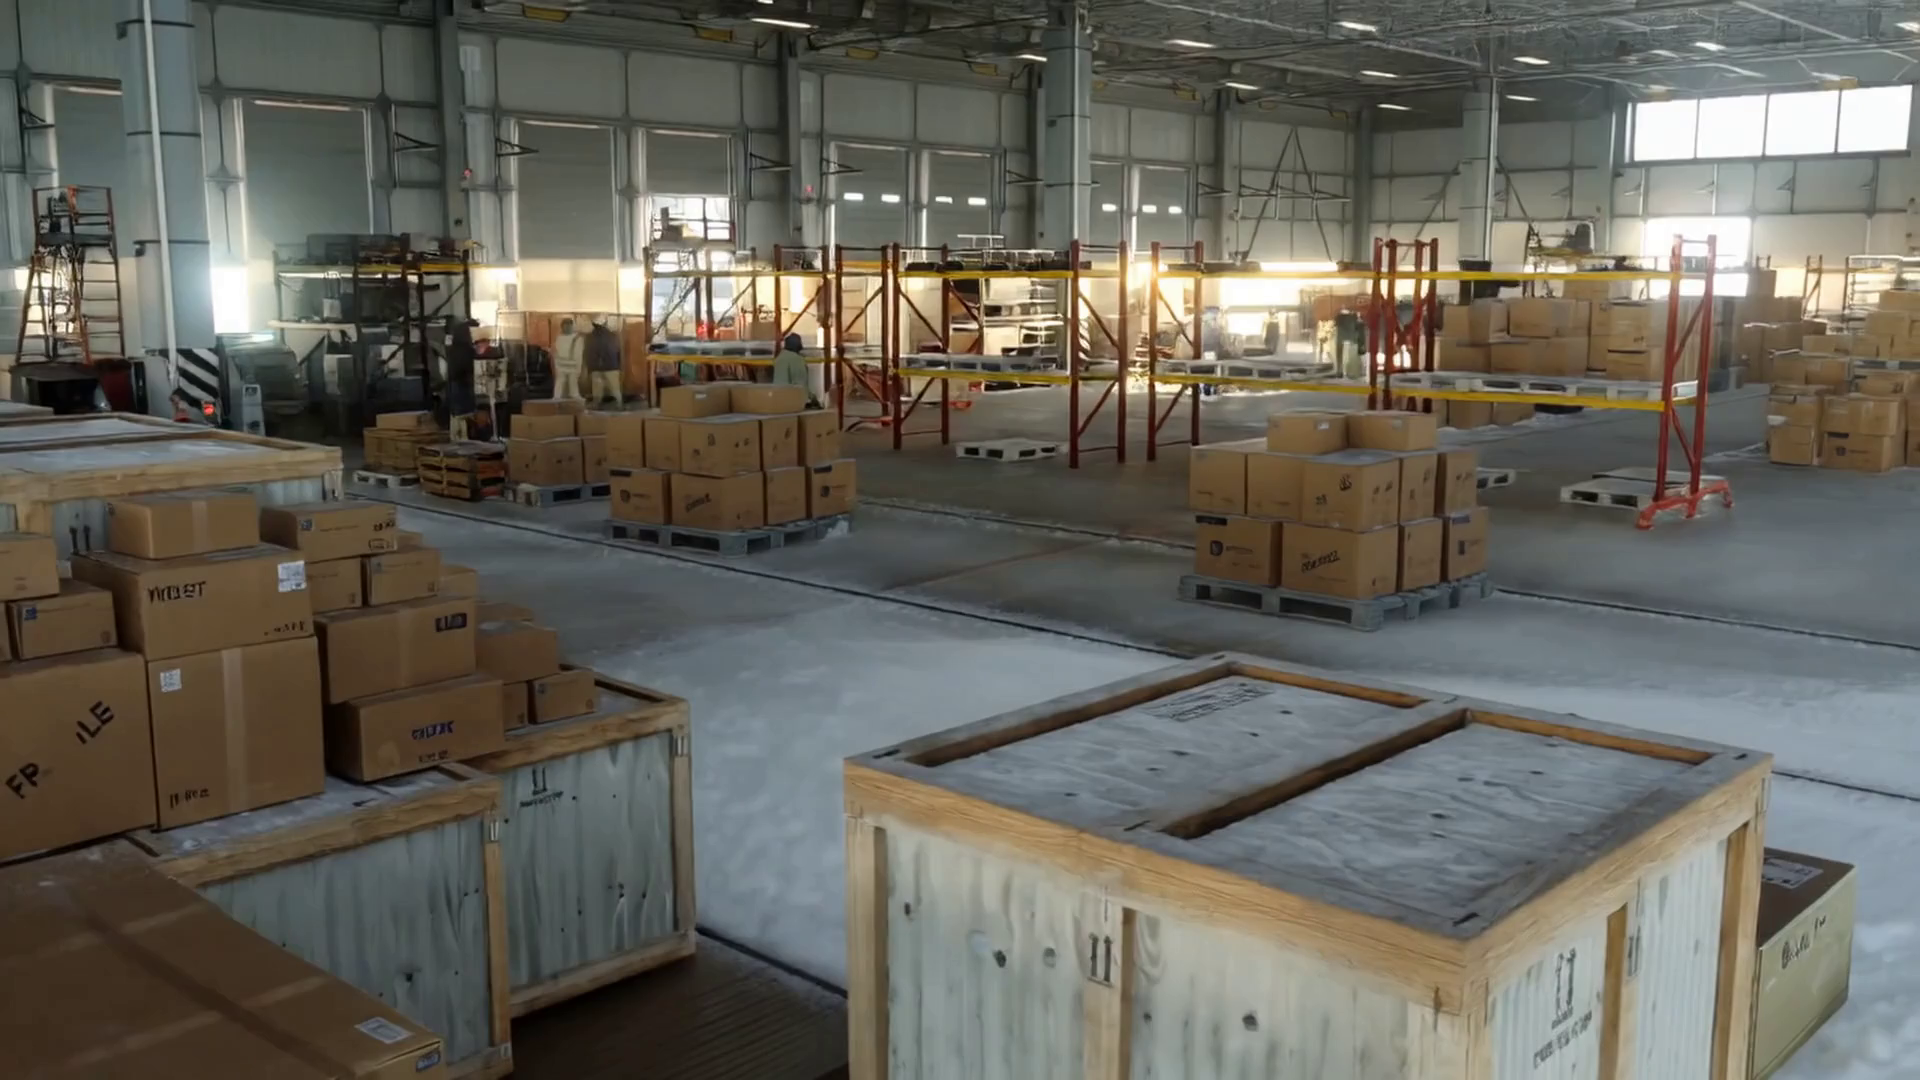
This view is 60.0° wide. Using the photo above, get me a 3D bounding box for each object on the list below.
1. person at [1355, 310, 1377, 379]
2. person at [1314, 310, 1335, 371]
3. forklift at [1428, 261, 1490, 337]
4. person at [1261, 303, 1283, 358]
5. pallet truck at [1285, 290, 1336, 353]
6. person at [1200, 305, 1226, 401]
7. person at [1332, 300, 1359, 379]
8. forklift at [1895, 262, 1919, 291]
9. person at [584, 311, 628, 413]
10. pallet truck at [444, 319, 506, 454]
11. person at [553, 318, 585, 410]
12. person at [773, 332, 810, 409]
[{"bbox_3d":[9.401,-4.453,38.441,0.500,1.702,0.848,5,11,30],"label":"person"},{"bbox_3d":[9.535,-5.204,43.431,0.892,1.592,0.548,-9,13,-43],"label":"person"},{"bbox_3d":[11.914,-5.091,38.758,1.873,2.768,1.129,9,13,43],"label":"forklift"},{"bbox_3d":[7.562,-4.838,40.413,0.527,1.830,0.498,0,9,1],"label":"person"},{"bbox_3d":[11.297,-6.951,52.861,1.885,1.965,0.823,-5,11,-29],"label":"pallet truck"},{"bbox_3d":[5.099,-3.768,33.530,0.372,1.940,0.630,-5,11,-28],"label":"person"},{"bbox_3d":[9.217,-4.777,39.807,0.629,1.913,0.925,3,10,16],"label":"person"},{"bbox_3d":[23.015,-5.318,40.151,1.129,2.768,1.873,3,10,18],"label":"forklift"},{"bbox_3d":[-5.946,-2.872,28.089,0.780,1.968,0.393,-2,10,-13],"label":"person"},{"bbox_3d":[-6.981,-1.942,22.150,1.885,1.965,0.823,1,9,9],"label":"pallet truck"},{"bbox_3d":[-6.706,-2.876,28.410,0.572,1.838,0.959,3,10,20],"label":"person"},{"bbox_3d":[-2.149,-1.756,21.485,0.430,1.845,0.620,-7,12,-38],"label":"person"}]
